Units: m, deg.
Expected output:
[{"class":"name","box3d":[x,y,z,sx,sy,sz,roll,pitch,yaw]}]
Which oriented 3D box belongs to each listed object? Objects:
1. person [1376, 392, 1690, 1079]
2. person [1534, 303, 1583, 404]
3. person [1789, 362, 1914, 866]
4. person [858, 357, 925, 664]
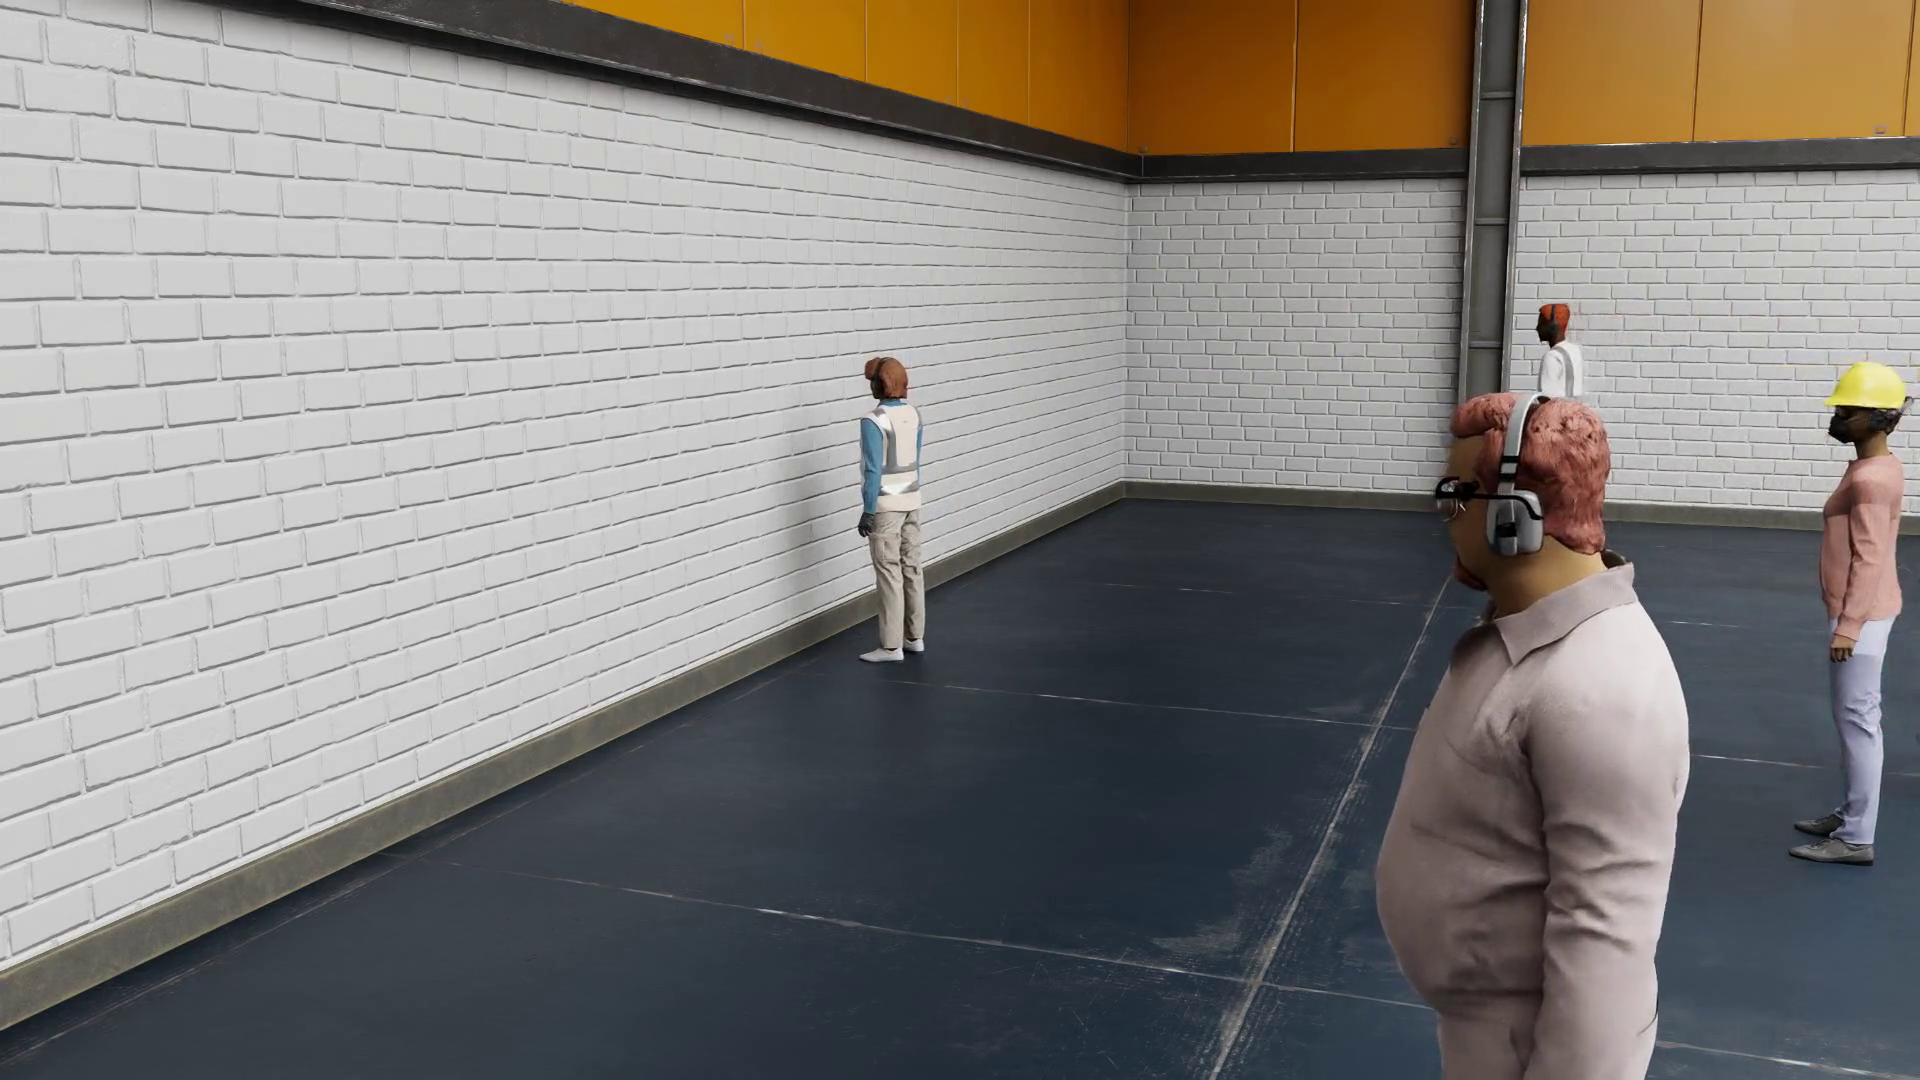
[{"class":"person","box3d":[0.821,0.732,2.494,0.399,1.905,0.642,1,9,9]},{"class":"person","box3d":[4.267,-0.787,12.132,0.562,1.865,0.623,6,11,32]},{"class":"person","box3d":[3.148,0.260,5.879,0.310,1.769,0.533,5,11,31]},{"class":"person","box3d":[-0.369,-0.159,8.908,0.313,1.639,0.517,5,10,30]}]
